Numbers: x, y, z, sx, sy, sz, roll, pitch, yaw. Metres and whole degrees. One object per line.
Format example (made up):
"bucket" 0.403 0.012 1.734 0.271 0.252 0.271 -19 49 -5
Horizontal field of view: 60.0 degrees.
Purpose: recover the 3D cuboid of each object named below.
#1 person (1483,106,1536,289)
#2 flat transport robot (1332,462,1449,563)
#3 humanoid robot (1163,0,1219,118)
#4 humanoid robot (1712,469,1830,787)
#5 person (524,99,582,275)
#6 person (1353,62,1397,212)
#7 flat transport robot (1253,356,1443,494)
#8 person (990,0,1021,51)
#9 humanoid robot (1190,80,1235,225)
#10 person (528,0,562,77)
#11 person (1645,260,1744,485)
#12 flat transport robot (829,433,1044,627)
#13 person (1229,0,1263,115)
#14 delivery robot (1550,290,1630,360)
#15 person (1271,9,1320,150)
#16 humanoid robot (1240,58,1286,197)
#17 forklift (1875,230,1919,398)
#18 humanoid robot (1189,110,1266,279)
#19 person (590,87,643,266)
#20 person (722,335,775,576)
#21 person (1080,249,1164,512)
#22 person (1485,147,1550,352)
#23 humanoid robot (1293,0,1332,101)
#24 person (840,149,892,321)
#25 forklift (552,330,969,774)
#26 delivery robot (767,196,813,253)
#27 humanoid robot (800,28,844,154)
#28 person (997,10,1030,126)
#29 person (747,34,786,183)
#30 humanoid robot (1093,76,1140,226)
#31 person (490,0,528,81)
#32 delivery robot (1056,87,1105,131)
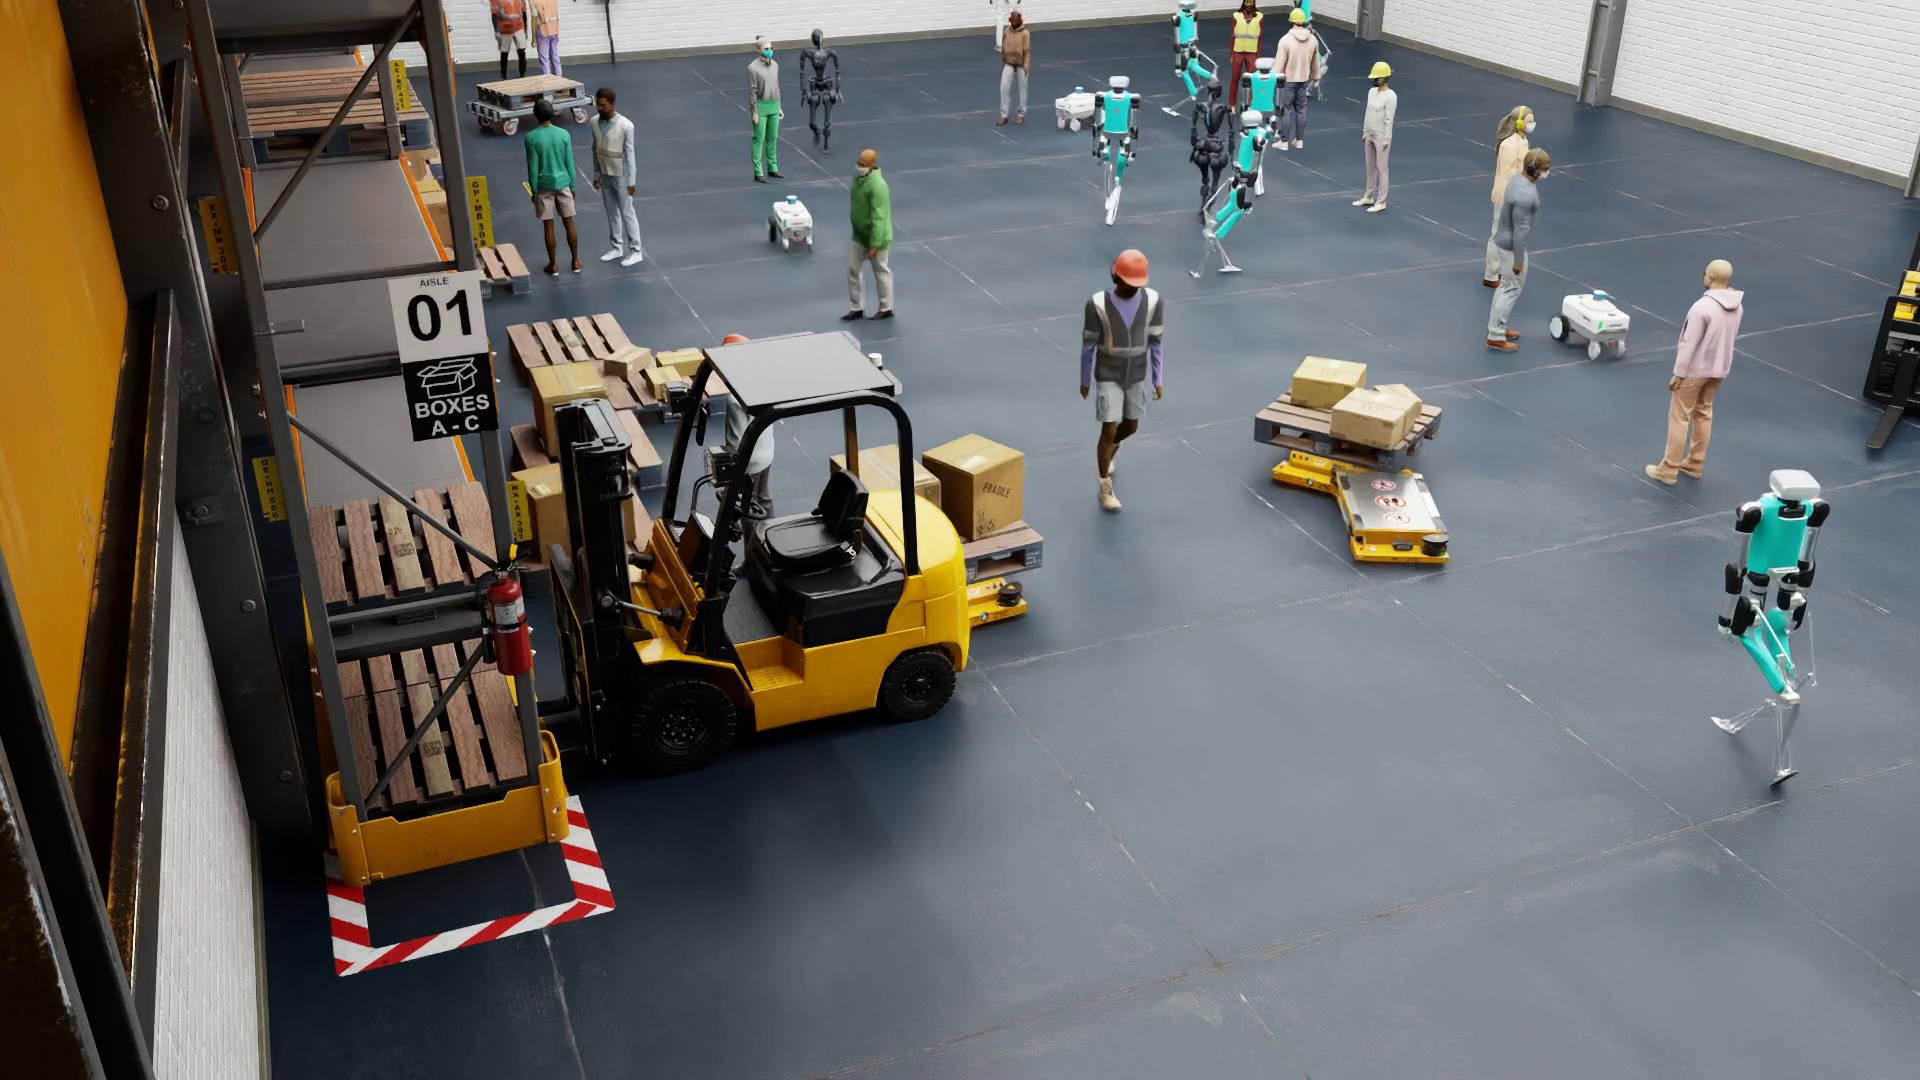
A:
"person" 5.689 -3.562 17.286 0.414 1.877 0.553 14 30 26
"flat transport robot" 3.189 -0.222 12.429 0.659 0.231 1.431 2 27 3
"humanoid robot" 3.435 -6.910 24.136 1.043 1.751 0.550 23 35 38
"humanoid robot" 4.651 0.554 9.297 0.530 1.780 0.992 -5 27 -9
"person" -4.316 -3.731 17.651 0.506 1.846 0.376 -12 29 -23
"person" 4.986 -4.836 19.948 0.332 1.761 0.517 -10 29 -20
"flat transport robot" 3.117 -0.740 13.460 0.659 0.231 1.431 17 31 30
"person" 0.802 -9.557 29.201 0.572 1.883 0.354 -3 27 -6
"humanoid robot" 2.963 -4.561 19.497 0.600 1.641 0.515 17 31 31
"person" -6.411 -7.823 25.808 0.393 1.840 0.564 15 30 27
"person" 5.752 -1.289 12.876 0.541 1.771 0.404 -13 29 -24
"flat transport robot" -0.171 0.204 11.582 0.659 0.231 1.431 -13 29 -24
"person" 4.231 -7.212 24.668 0.469 1.766 0.366 2 27 5
"delivery robot" 6.013 -2.073 15.812 0.499 0.612 0.794 -5 27 -10
"person" 4.561 -6.276 22.694 0.817 1.863 0.424 -10 29 -20
"humanoid robot" 3.728 -5.128 20.594 0.537 1.746 0.965 5 27 10
"forklift" 9.029 -2.397 14.618 1.214 2.155 2.313 18 32 32
"humanoid robot" 2.745 -3.576 17.552 0.830 1.869 0.548 -3 27 -6
"person" -3.718 -3.943 18.011 0.587 1.909 0.383 18 32 31
"person" -1.478 -0.585 11.512 0.352 1.742 0.572 8 28 15
"person" 1.193 -1.277 12.609 0.611 2.007 0.792 -7 28 -14
"person" 5.209 -2.738 15.606 0.378 1.920 0.651 6 27 12
"humanoid robot" 5.482 -7.595 25.577 0.818 1.879 0.558 14 30 25
"person" -0.906 -2.945 16.197 0.635 1.748 0.568 -20 33 -35
"forklift" -1.094 0.010 9.831 2.313 2.155 1.214 -10 28 -20
"delivery robot" -1.895 -3.591 18.819 0.499 0.602 0.795 -7 27 -13
"humanoid robot" -1.867 -6.101 22.563 0.593 1.646 0.438 0 27 0
"person" 0.793 -6.799 23.990 0.470 1.622 0.611 11 29 20
"person" -2.472 -5.500 21.183 0.343 1.838 0.511 22 34 37
"humanoid robot" 1.837 -4.643 19.647 0.536 1.766 1.029 3 27 6
"person" -7.108 -8.079 26.223 0.618 1.928 0.710 -17 31 -30
"delivery robot" 1.753 -6.252 24.122 0.781 0.610 0.520 -22 34 -36
